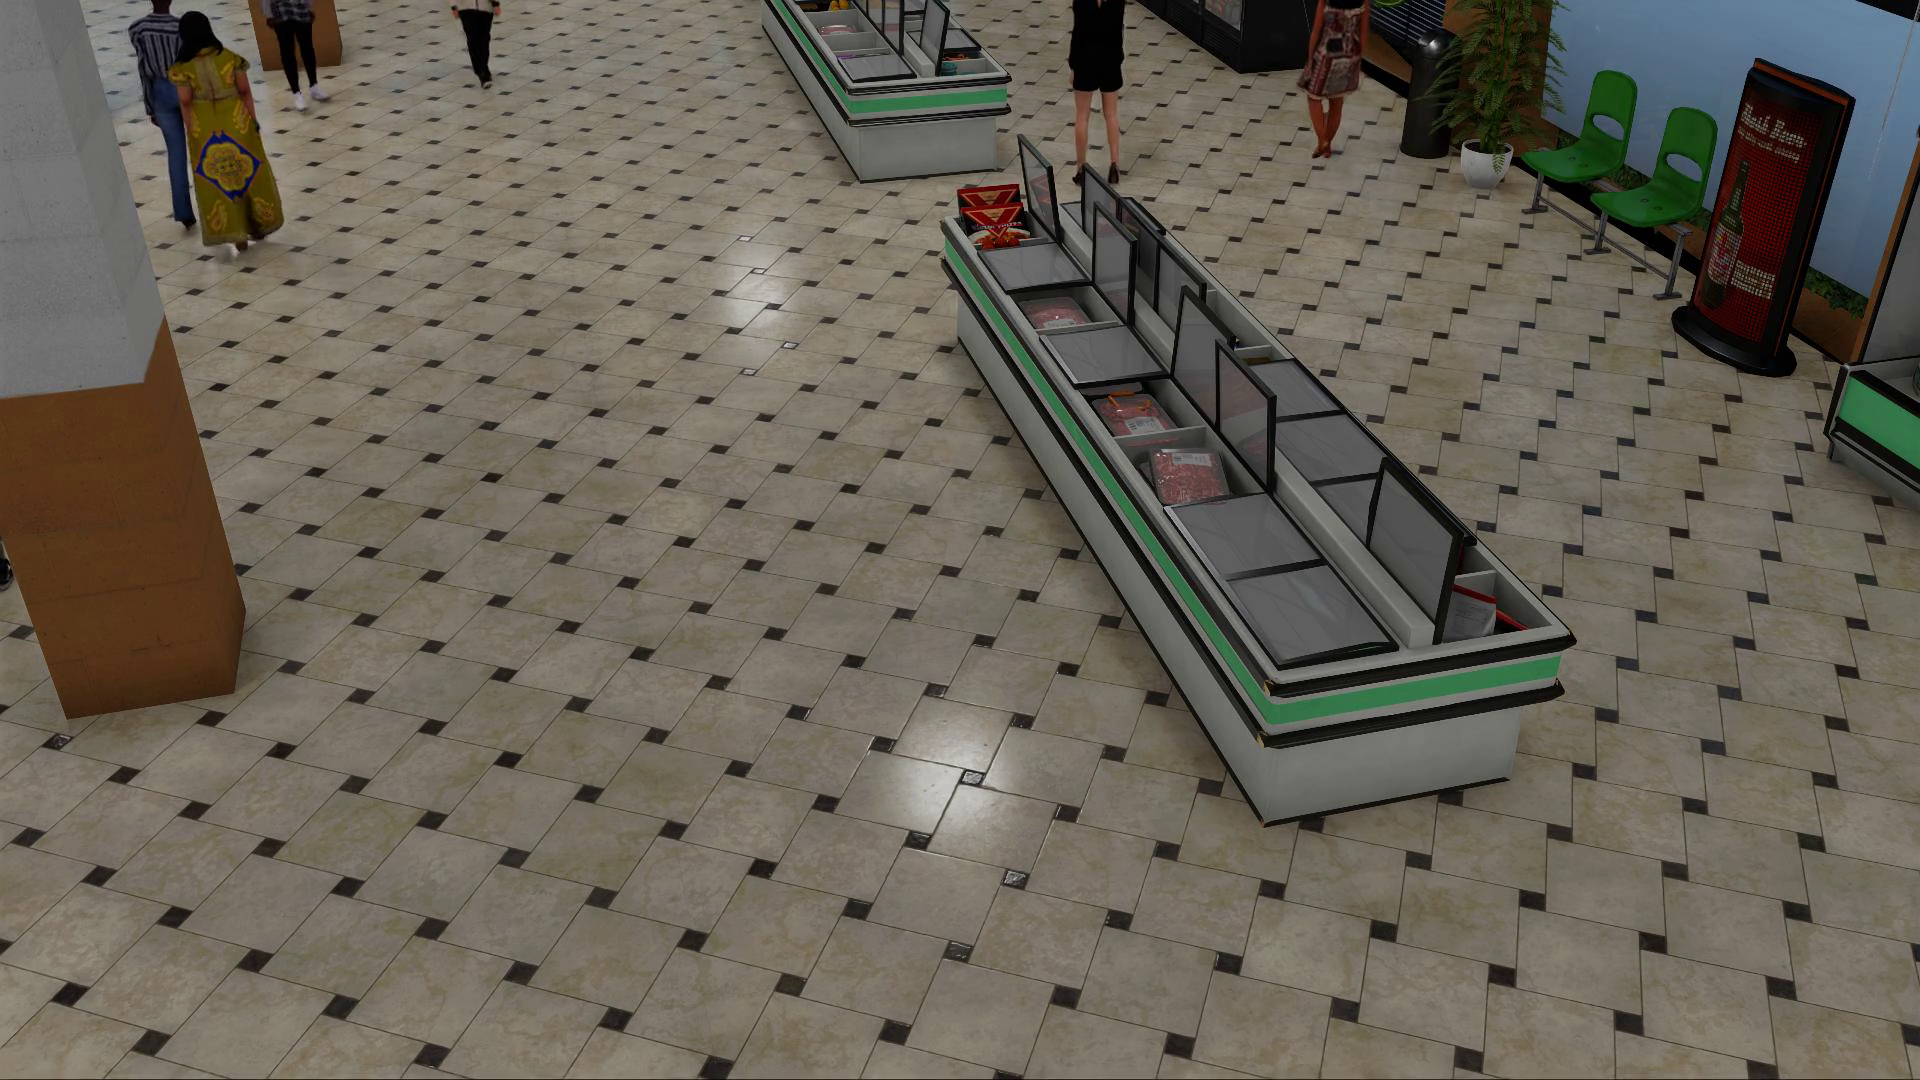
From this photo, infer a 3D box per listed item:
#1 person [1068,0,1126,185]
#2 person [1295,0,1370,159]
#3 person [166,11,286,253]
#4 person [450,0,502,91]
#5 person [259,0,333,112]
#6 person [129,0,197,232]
[{"bbox_3d":[1.039,-3.550,12.604,0.590,1.767,0.597,-6,32,-10],"label":"person"},{"bbox_3d":[2.963,-3.758,13.065,0.790,1.633,0.916,0,32,-1],"label":"person"},{"bbox_3d":[-5.105,-2.811,11.523,0.946,1.653,1.146,-18,36,-27],"label":"person"},{"bbox_3d":[-4.370,-4.805,14.956,0.726,1.412,1.022,-16,35,-24],"label":"person"},{"bbox_3d":[-5.825,-4.620,14.338,0.886,1.751,0.796,23,38,32],"label":"person"},{"bbox_3d":[-5.544,-3.064,11.811,0.673,1.780,0.644,-3,32,-5],"label":"person"}]
